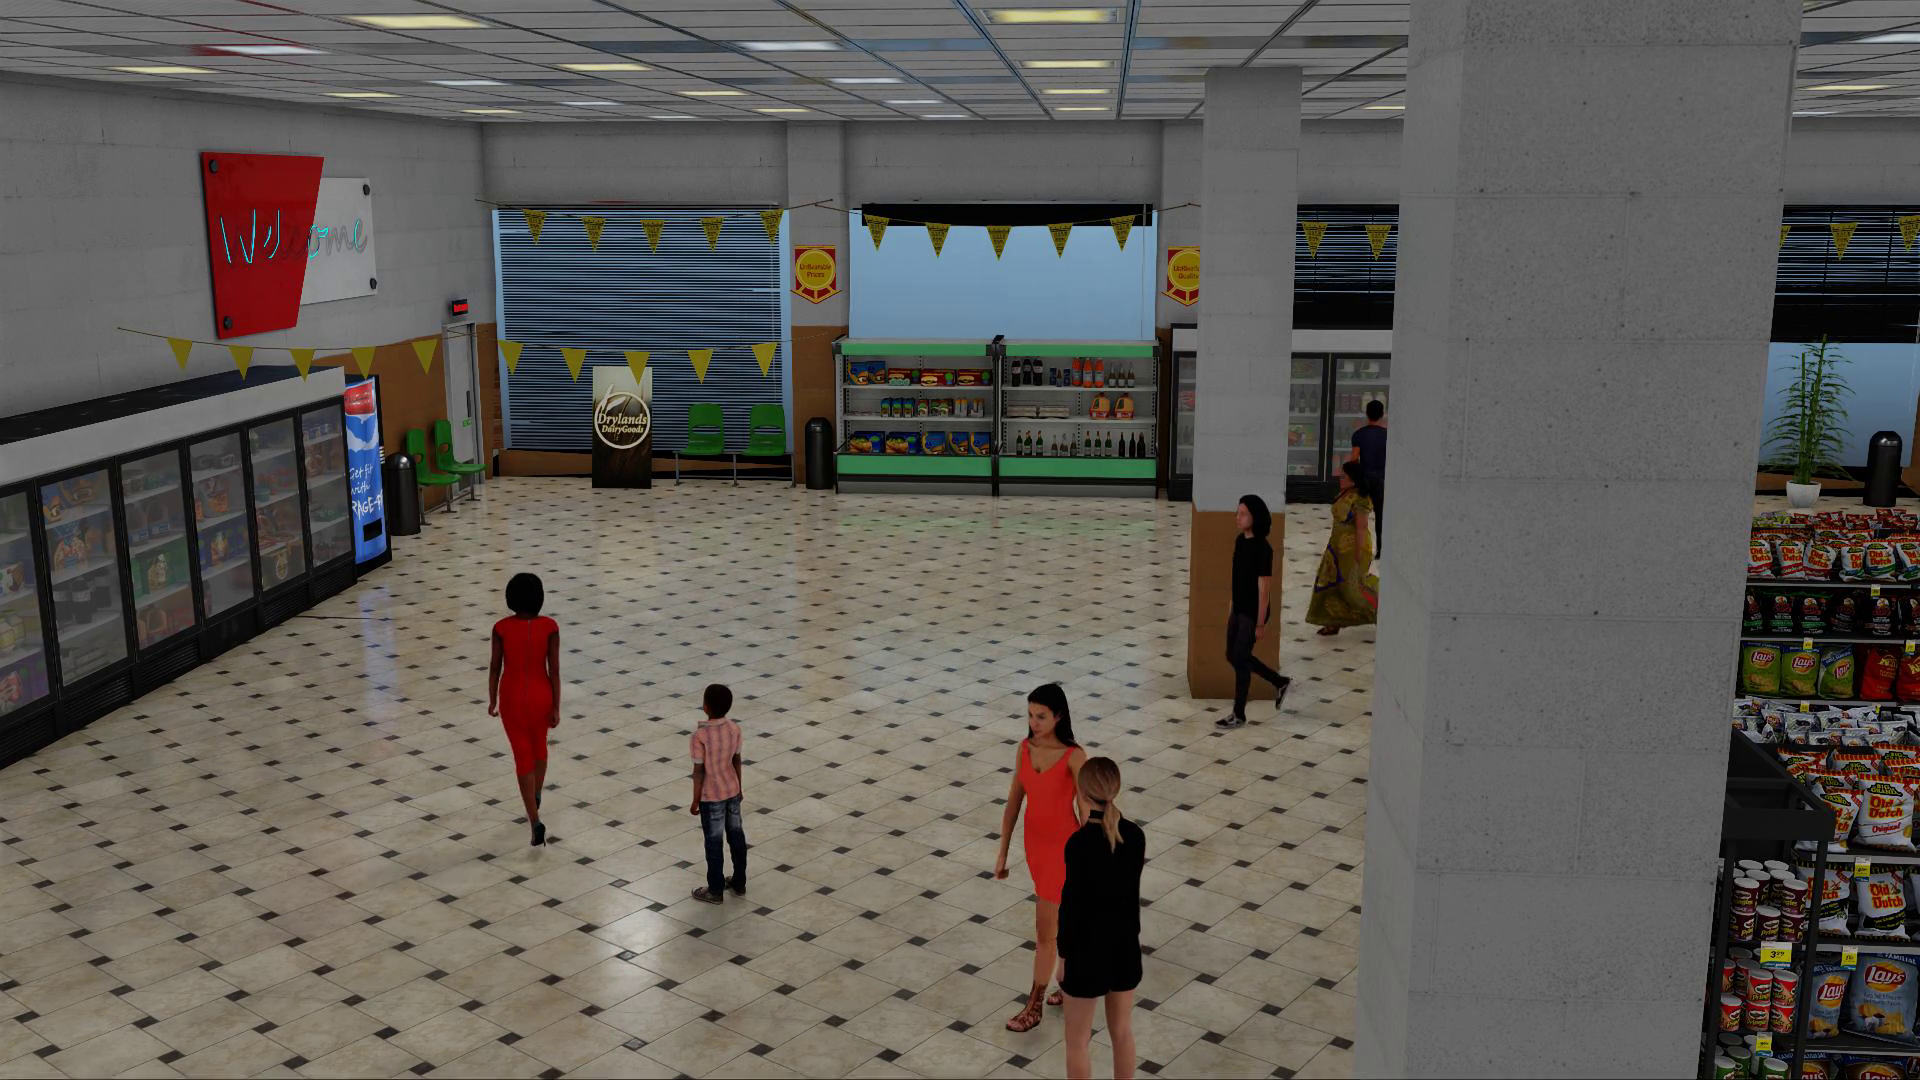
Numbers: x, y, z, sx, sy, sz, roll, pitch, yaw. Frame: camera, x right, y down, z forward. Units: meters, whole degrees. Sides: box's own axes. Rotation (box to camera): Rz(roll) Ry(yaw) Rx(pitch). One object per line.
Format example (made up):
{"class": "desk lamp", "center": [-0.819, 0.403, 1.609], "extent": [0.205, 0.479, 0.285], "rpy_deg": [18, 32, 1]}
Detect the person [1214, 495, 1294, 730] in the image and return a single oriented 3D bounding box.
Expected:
{"class": "person", "center": [2.294, 0.541, 12.805], "extent": [1.009, 1.816, 0.827], "rpy_deg": [-3, 12, -14]}

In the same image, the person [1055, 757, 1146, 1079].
{"class": "person", "center": [0.588, 1.803, 7.082], "extent": [0.640, 1.705, 0.723], "rpy_deg": [-7, 14, -31]}

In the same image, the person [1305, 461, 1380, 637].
{"class": "person", "center": [3.674, 0.095, 15.360], "extent": [1.292, 1.637, 1.053], "rpy_deg": [-4, 12, -17]}

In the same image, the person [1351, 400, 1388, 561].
{"class": "person", "center": [4.621, -0.676, 18.643], "extent": [0.491, 1.793, 0.723], "rpy_deg": [2, 12, 10]}

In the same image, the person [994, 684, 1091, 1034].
{"class": "person", "center": [0.515, 1.544, 8.341], "extent": [0.964, 1.693, 0.983], "rpy_deg": [10, 16, 41]}

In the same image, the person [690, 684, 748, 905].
{"class": "person", "center": [-1.399, 1.462, 9.666], "extent": [0.577, 1.307, 0.633], "rpy_deg": [-10, 16, -41]}

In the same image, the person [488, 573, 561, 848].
{"class": "person", "center": [-2.714, 1.099, 10.443], "extent": [1.105, 1.698, 0.990], "rpy_deg": [-5, 13, -21]}
